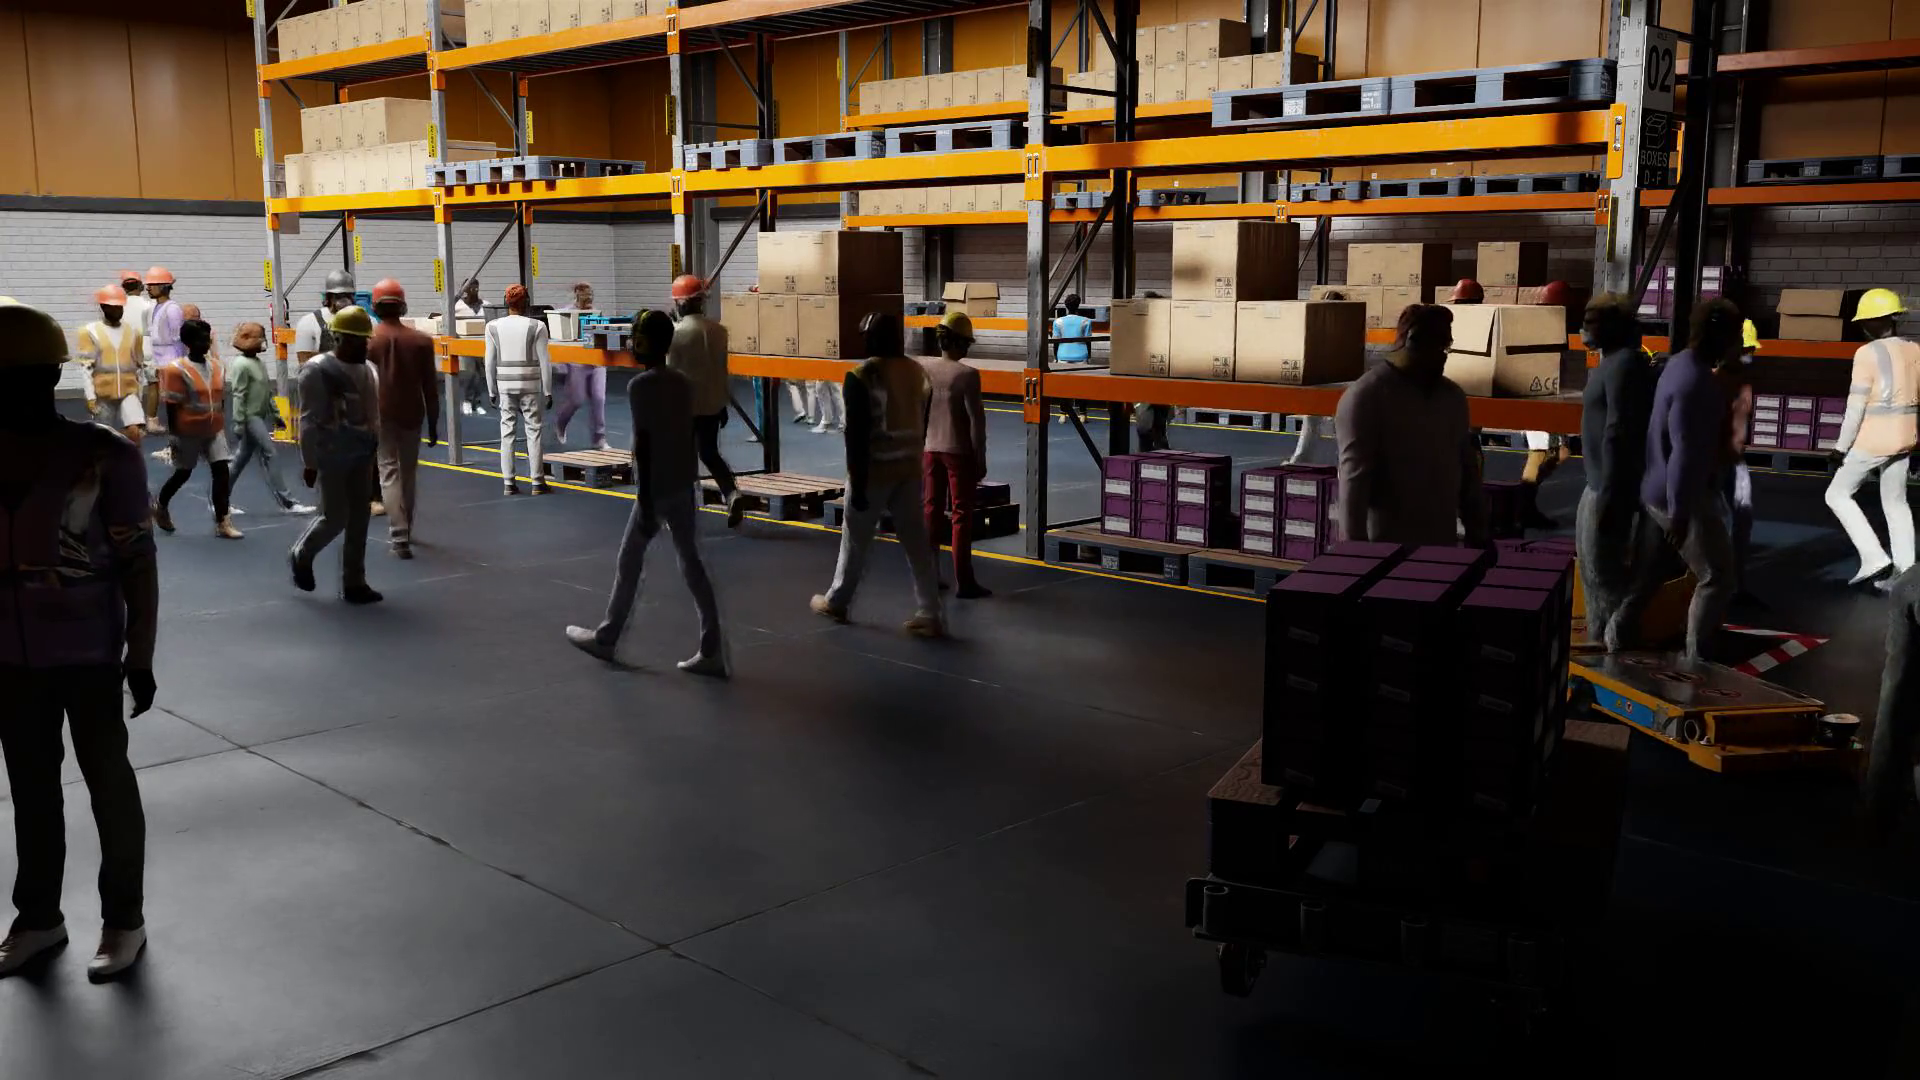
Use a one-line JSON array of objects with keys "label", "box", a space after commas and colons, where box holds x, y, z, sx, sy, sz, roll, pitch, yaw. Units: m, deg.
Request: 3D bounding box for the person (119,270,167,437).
[{"label": "person", "box": [-9.890, -2.238, 20.043, 0.636, 2.003, 0.773, -1, 9, -3]}]

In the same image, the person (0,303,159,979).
[{"label": "person", "box": [-2.584, 0.297, 4.737, 0.588, 1.928, 0.383, 1, 9, 6]}]

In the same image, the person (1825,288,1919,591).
[{"label": "person", "box": [5.718, -0.601, 10.314, 0.606, 1.897, 0.504, -4, 10, -25]}]

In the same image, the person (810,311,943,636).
[{"label": "person", "box": [-0.435, -0.371, 9.264, 0.650, 1.788, 0.981, -9, 13, -43]}]

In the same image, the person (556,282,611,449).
[{"label": "person", "box": [-4.239, -1.945, 18.631, 0.650, 1.887, 0.735, -9, 13, -44]}]

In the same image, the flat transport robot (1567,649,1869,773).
[{"label": "flat transport robot", "box": [3.192, 0.709, 7.280, 0.652, 0.197, 1.431, -2, 9, -10]}]

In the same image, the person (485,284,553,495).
[{"label": "person", "box": [-3.935, -1.335, 14.876, 0.584, 1.882, 0.337, 0, 9, 2]}]

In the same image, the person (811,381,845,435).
[{"label": "person", "box": [-1.613, -2.190, 20.197, 0.679, 1.863, 0.590, 1, 9, 3]}]

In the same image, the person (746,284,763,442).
[{"label": "person", "box": [-2.292, -2.060, 19.442, 0.381, 1.843, 0.567, 3, 10, 19]}]

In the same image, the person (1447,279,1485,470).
[{"label": "person", "box": [4.263, -1.222, 14.023, 0.376, 1.935, 0.550, 1, 9, 8]}]

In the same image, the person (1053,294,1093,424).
[{"label": "person", "box": [1.470, -2.361, 21.736, 0.529, 1.697, 0.321, 1, 9, 5]}]

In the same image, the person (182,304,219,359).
[{"label": "person", "box": [-9.332, -2.076, 20.304, 0.535, 1.604, 0.821, -4, 10, -21]}]

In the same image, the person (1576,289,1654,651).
[{"label": "person", "box": [3.108, -0.227, 7.967, 0.470, 1.924, 0.642, 3, 10, 19]}]

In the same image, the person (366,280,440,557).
[{"label": "person", "box": [-4.079, -0.883, 11.922, 0.633, 1.935, 1.040, -5, 10, -26]}]

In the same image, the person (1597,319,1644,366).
[{"label": "person", "box": [6.164, -1.453, 15.645, 0.534, 1.868, 0.309, -3, 10, -18]}]

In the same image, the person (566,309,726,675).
[{"label": "person", "box": [-1.556, -0.238, 8.367, 0.975, 1.808, 0.558, 5, 11, 30]}]

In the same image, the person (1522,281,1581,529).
[{"label": "person", "box": [4.569, -1.036, 12.916, 0.416, 1.922, 0.541, 5, 11, 30]}]

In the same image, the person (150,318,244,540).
[{"label": "person", "box": [-5.783, -0.833, 12.484, 0.796, 1.666, 0.537, 5, 10, 28]}]

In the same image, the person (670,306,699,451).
[{"label": "person", "box": [-3.049, -1.787, 18.465, 0.705, 1.617, 0.515, 8, 12, 39]}]

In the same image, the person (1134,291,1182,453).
[{"label": "person", "box": [1.665, -1.249, 14.501, 0.552, 1.831, 0.401, -3, 10, -20]}]

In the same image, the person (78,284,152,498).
[{"label": "person", "box": [-7.547, -1.330, 14.821, 0.545, 1.900, 0.955, -8, 12, -41]}]

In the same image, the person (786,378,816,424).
[{"label": "person", "box": [-2.042, -2.309, 21.651, 0.538, 1.619, 0.405, -7, 11, -35]}]

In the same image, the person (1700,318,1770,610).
[{"label": "person", "box": [4.513, -0.474, 10.020, 0.524, 1.736, 0.701, -5, 11, -29]}]

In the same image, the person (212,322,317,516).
[{"label": "person", "box": [-5.763, -0.981, 13.599, 0.854, 1.588, 0.505, -1, 9, -7]}]

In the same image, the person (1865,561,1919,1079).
[{"label": "person", "box": [2.303, 0.578, 3.733, 0.910, 1.698, 0.497, -5, 10, -27]}]

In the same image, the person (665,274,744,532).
[{"label": "person", "box": [-1.979, -1.016, 12.612, 0.670, 1.978, 0.634, 9, 13, 43]}]

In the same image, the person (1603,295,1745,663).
[{"label": "person", "box": [3.376, -0.167, 7.669, 0.793, 1.895, 0.699, 3, 10, 17]}]

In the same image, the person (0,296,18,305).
[{"label": "person", "box": [-6.997, -0.893, 12.349, 0.403, 1.825, 0.589, -5, 11, -29]}]

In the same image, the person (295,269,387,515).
[{"label": "person", "box": [-5.031, -1.209, 13.622, 0.693, 2.000, 0.538, -6, 11, -34]}]

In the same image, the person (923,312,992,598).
[{"label": "person", "box": [-0.042, -0.523, 10.285, 0.524, 1.760, 0.327, 7, 12, 38]}]

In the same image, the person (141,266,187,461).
[{"label": "person", "box": [-8.361, -1.848, 17.533, 0.388, 2.045, 0.605, -8, 12, -41]}]

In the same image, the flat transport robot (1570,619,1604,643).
[{"label": "flat transport robot", "box": [2.747, 0.552, 8.238, 1.431, 0.197, 0.652, -2, 9, -10]}]

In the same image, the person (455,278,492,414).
[{"label": "person", "box": [-6.738, -2.683, 23.105, 0.609, 1.902, 0.475, -9, 13, -44]}]

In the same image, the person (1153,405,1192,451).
[{"label": "person", "box": [1.999, -1.356, 15.804, 0.512, 1.601, 0.762, -5, 11, -29]}]

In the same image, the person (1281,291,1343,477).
[{"label": "person", "box": [3.479, -1.469, 15.942, 0.646, 1.799, 0.912, -6, 11, -31]}]

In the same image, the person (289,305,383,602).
[{"label": "person", "box": [-3.780, -0.519, 10.104, 0.594, 1.806, 0.600, 4, 10, 22]}]

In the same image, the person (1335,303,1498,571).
[{"label": "person", "box": [1.851, -0.014, 6.779, 0.665, 1.888, 0.476, -5, 11, -28]}]
